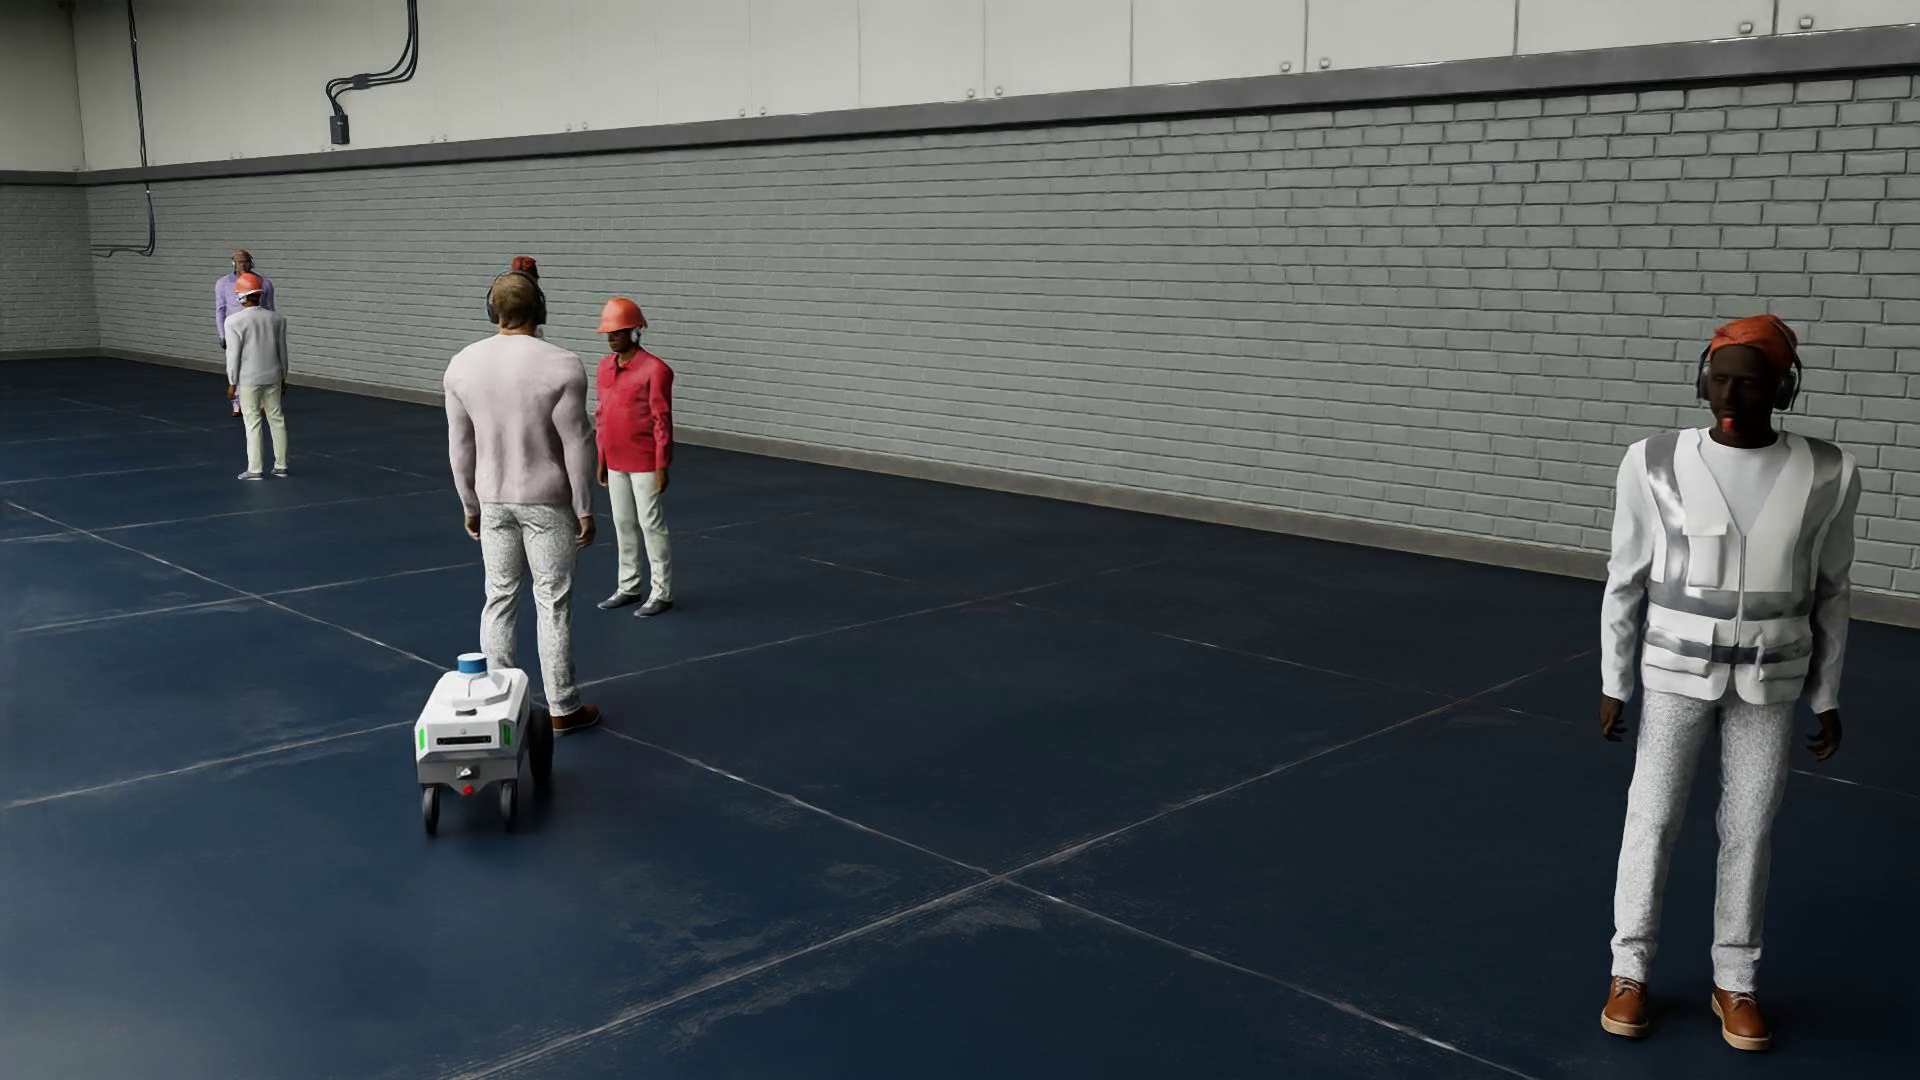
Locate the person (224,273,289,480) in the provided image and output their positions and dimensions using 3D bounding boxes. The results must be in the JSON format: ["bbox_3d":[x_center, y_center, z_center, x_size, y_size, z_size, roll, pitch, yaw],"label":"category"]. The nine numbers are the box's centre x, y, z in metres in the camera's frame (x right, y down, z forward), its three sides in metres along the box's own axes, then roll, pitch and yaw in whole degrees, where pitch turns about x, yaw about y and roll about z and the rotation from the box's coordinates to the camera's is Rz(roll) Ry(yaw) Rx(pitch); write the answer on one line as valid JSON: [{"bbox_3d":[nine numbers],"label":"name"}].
[{"bbox_3d":[-6.003,-1.392,14.205,0.318,1.756,0.559,7,13,34],"label":"person"}]

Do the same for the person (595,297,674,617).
[{"bbox_3d":[-1.810,-0.451,9.117,0.571,1.743,0.353,8,13,38],"label":"person"}]

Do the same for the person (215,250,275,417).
[{"bbox_3d":[-8.205,-2.374,19.157,0.643,1.909,0.410,-6,12,-28],"label":"person"}]

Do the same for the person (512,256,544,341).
[{"bbox_3d":[-3.987,-1.656,15.303,0.340,1.882,0.585,-1,10,-6],"label":"person"}]

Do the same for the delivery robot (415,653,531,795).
[{"bbox_3d":[-1.766,0.656,6.063,0.477,0.478,0.707,-2,11,-10],"label":"delivery robot"}]

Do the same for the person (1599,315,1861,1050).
[{"bbox_3d":[1.941,0.371,4.251,0.584,1.881,0.337,3,11,15],"label":"person"}]

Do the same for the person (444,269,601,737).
[{"bbox_3d":[-1.792,-0.141,6.891,0.633,1.940,0.368,2,11,12],"label":"person"}]
